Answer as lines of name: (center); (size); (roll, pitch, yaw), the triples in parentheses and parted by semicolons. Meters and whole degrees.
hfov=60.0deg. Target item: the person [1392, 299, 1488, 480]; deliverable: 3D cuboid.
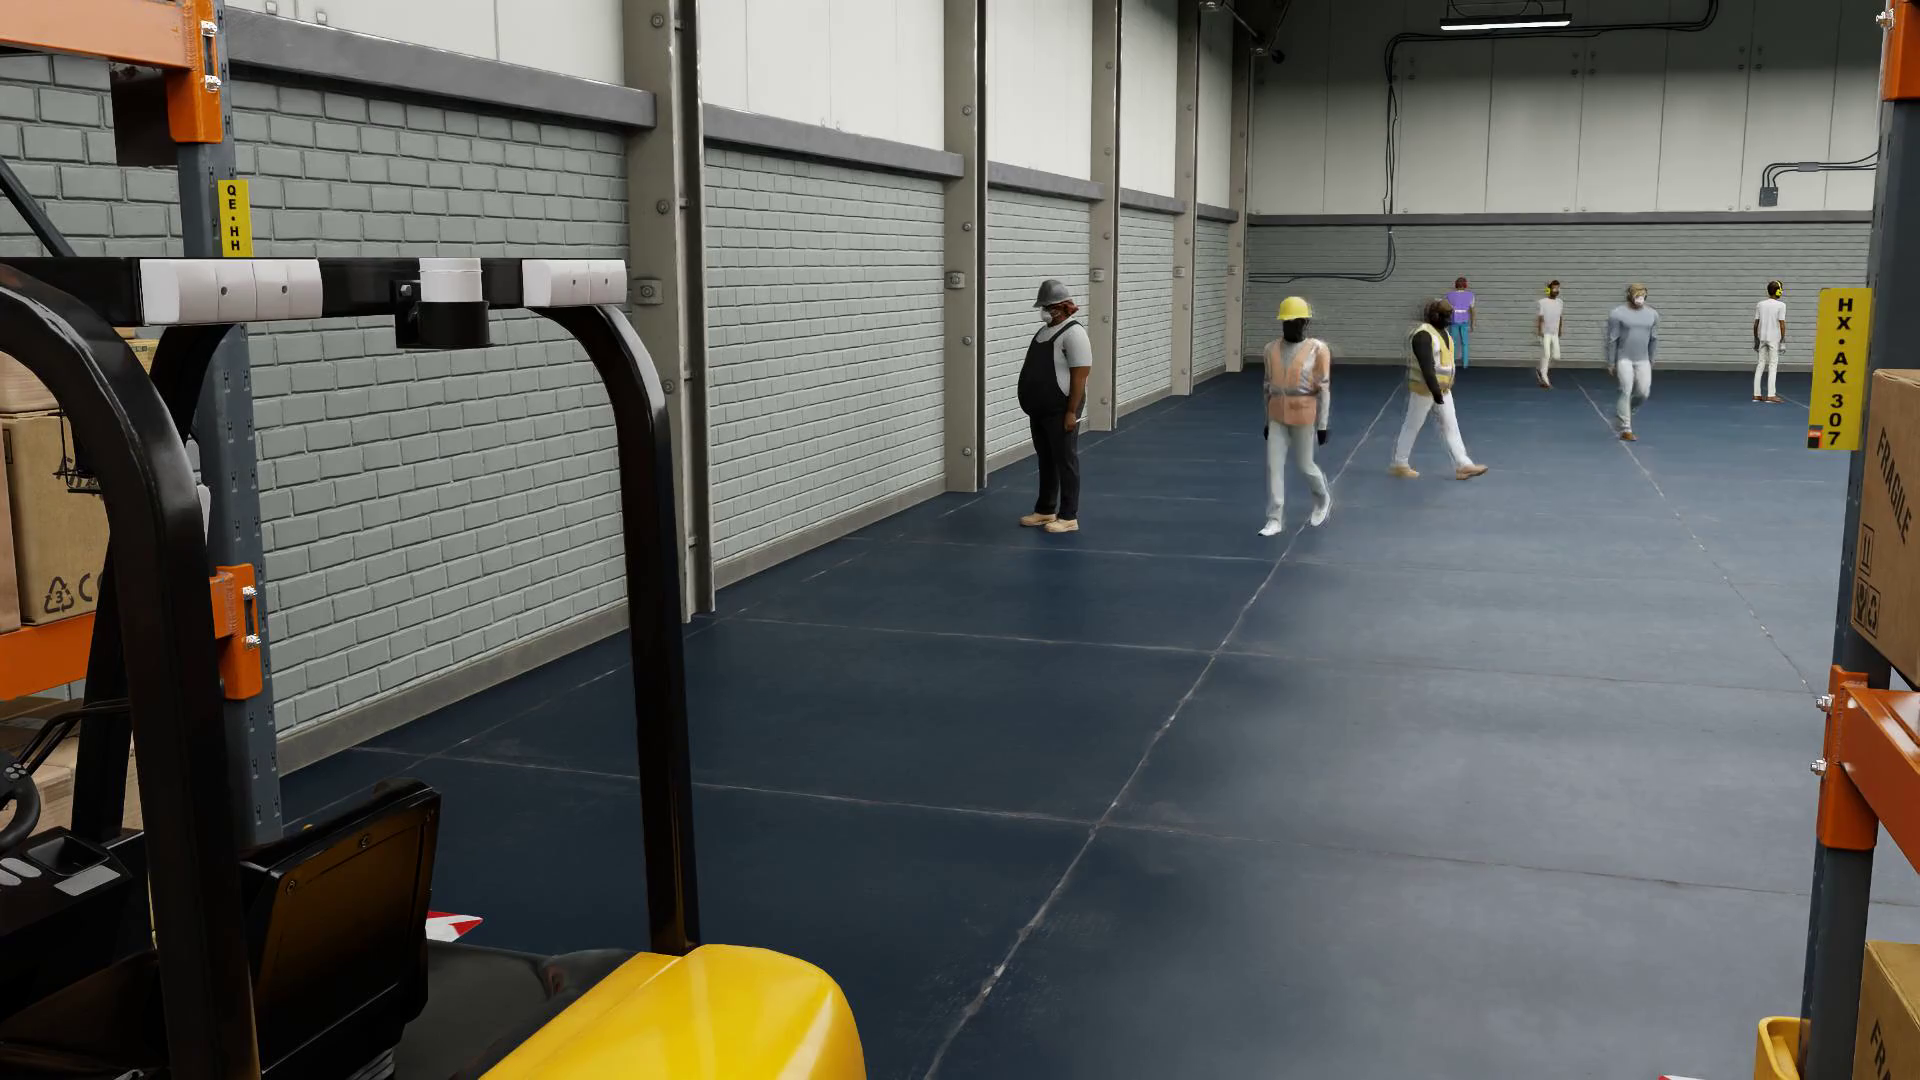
person: (4.751, -1.479, 16.487); (0.980, 1.785, 0.624); (9, 13, 44)

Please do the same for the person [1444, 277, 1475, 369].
person: (10.012, -4.337, 33.353); (0.574, 1.841, 0.374); (1, 10, 9)

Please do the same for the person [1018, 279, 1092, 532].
person: (0.730, -1.087, 13.410); (0.538, 2.000, 0.681); (-5, 11, -26)

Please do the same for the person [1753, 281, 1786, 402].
person: (12.493, -3.055, 25.643); (0.313, 1.869, 0.538); (-5, 11, -29)

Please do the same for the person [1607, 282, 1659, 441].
person: (8.146, -2.171, 20.220); (0.632, 1.923, 0.530); (0, 10, 0)

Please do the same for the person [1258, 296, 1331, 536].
person: (2.709, -1.001, 13.332); (0.593, 1.902, 0.852); (8, 12, 39)

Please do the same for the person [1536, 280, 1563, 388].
person: (10.068, -3.524, 28.498); (0.519, 1.856, 0.489); (-3, 10, -17)
